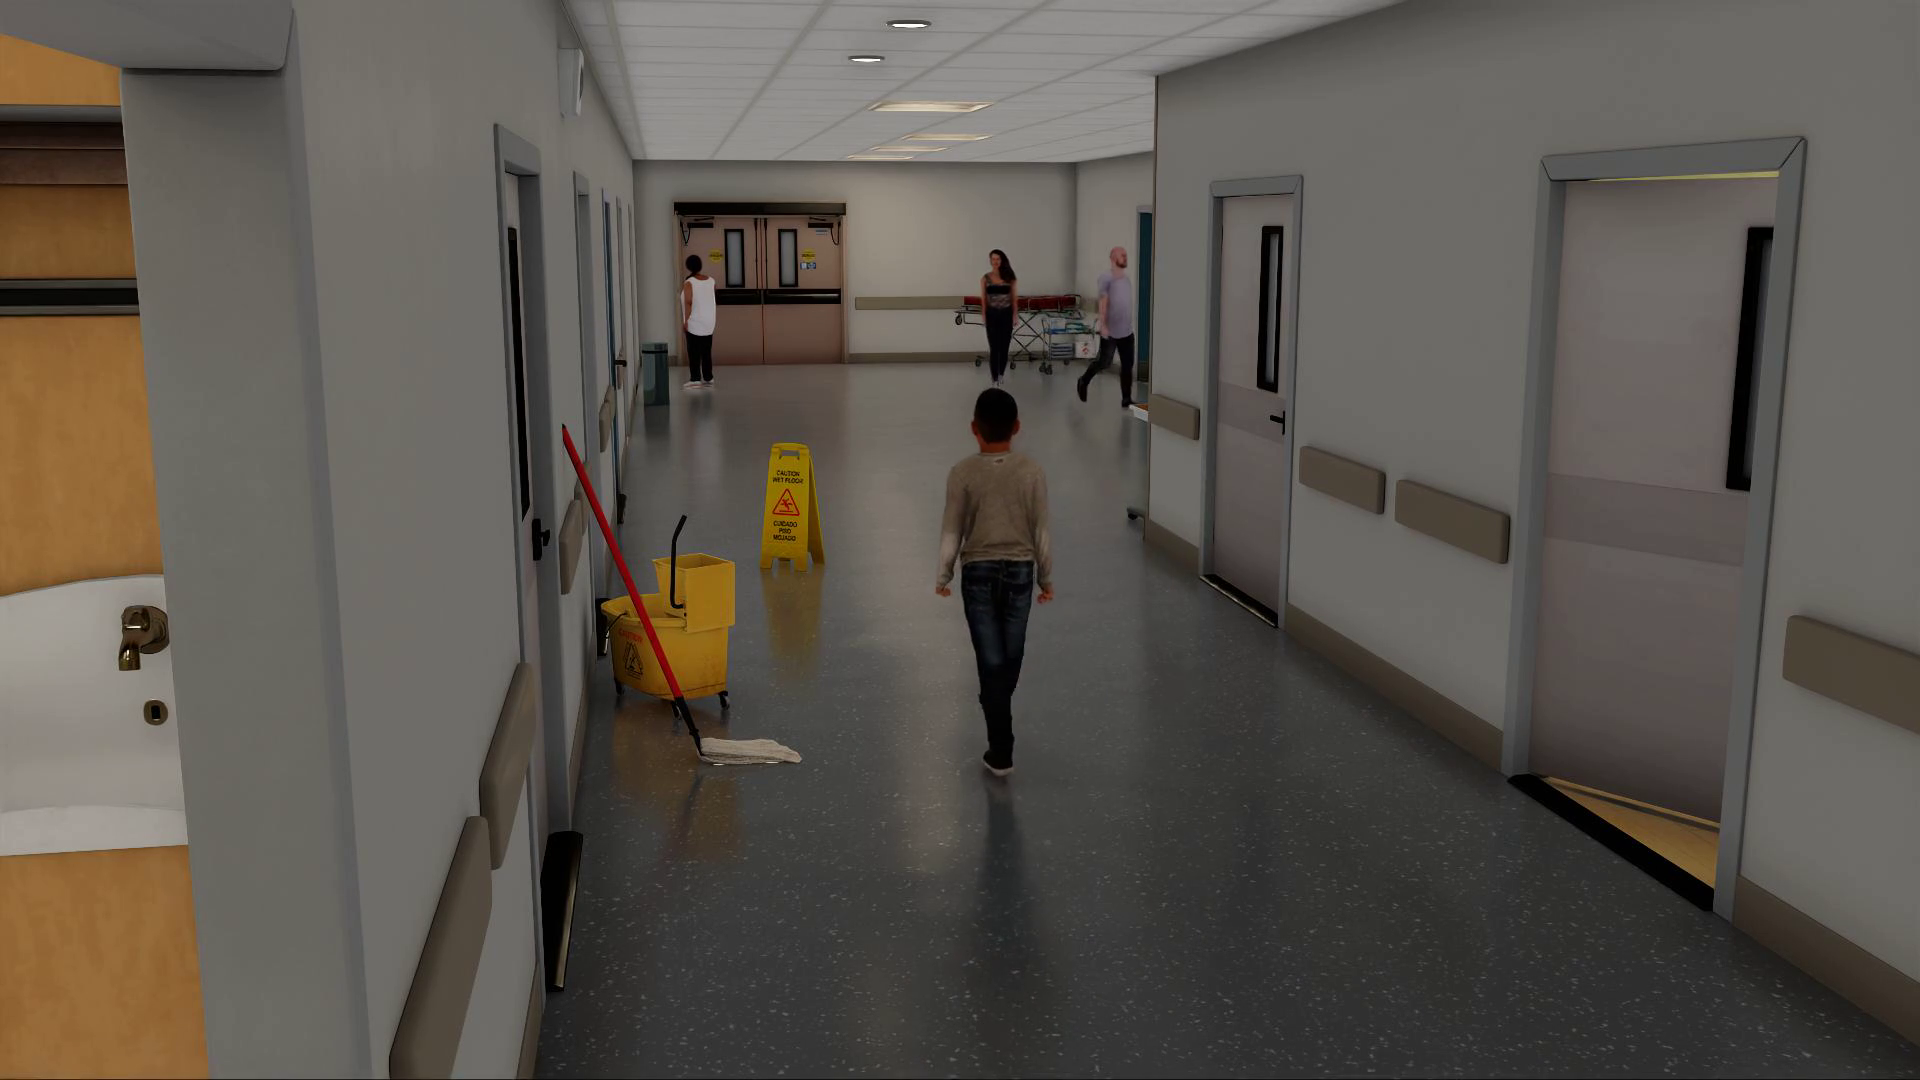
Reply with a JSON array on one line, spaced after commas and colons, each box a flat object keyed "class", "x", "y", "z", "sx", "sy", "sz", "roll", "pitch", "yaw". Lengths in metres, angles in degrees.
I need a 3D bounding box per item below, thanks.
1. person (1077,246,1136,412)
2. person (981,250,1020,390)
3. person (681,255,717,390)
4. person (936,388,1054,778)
[{"class": "person", "x": 1.669, "y": -2.337, "z": 18.525, "sx": 1.012, "sy": 1.815, "sz": 1.181, "roll": -10, "pitch": 15, "yaw": -42}, {"class": "person", "x": 0.499, "y": -2.715, "z": 20.755, "sx": 0.746, "sy": 1.725, "sz": 1.214, "roll": 0, "pitch": 11, "yaw": 0}, {"class": "person", "x": -3.356, "y": -2.795, "z": 21.269, "sx": 0.810, "sy": 1.691, "sz": 0.762, "roll": 9, "pitch": 14, "yaw": 38}, {"class": "person", "x": 0.157, "y": 0.182, "z": 6.254, "sx": 0.618, "sy": 1.439, "sz": 0.936, "roll": -3, "pitch": 11, "yaw": -14}]
